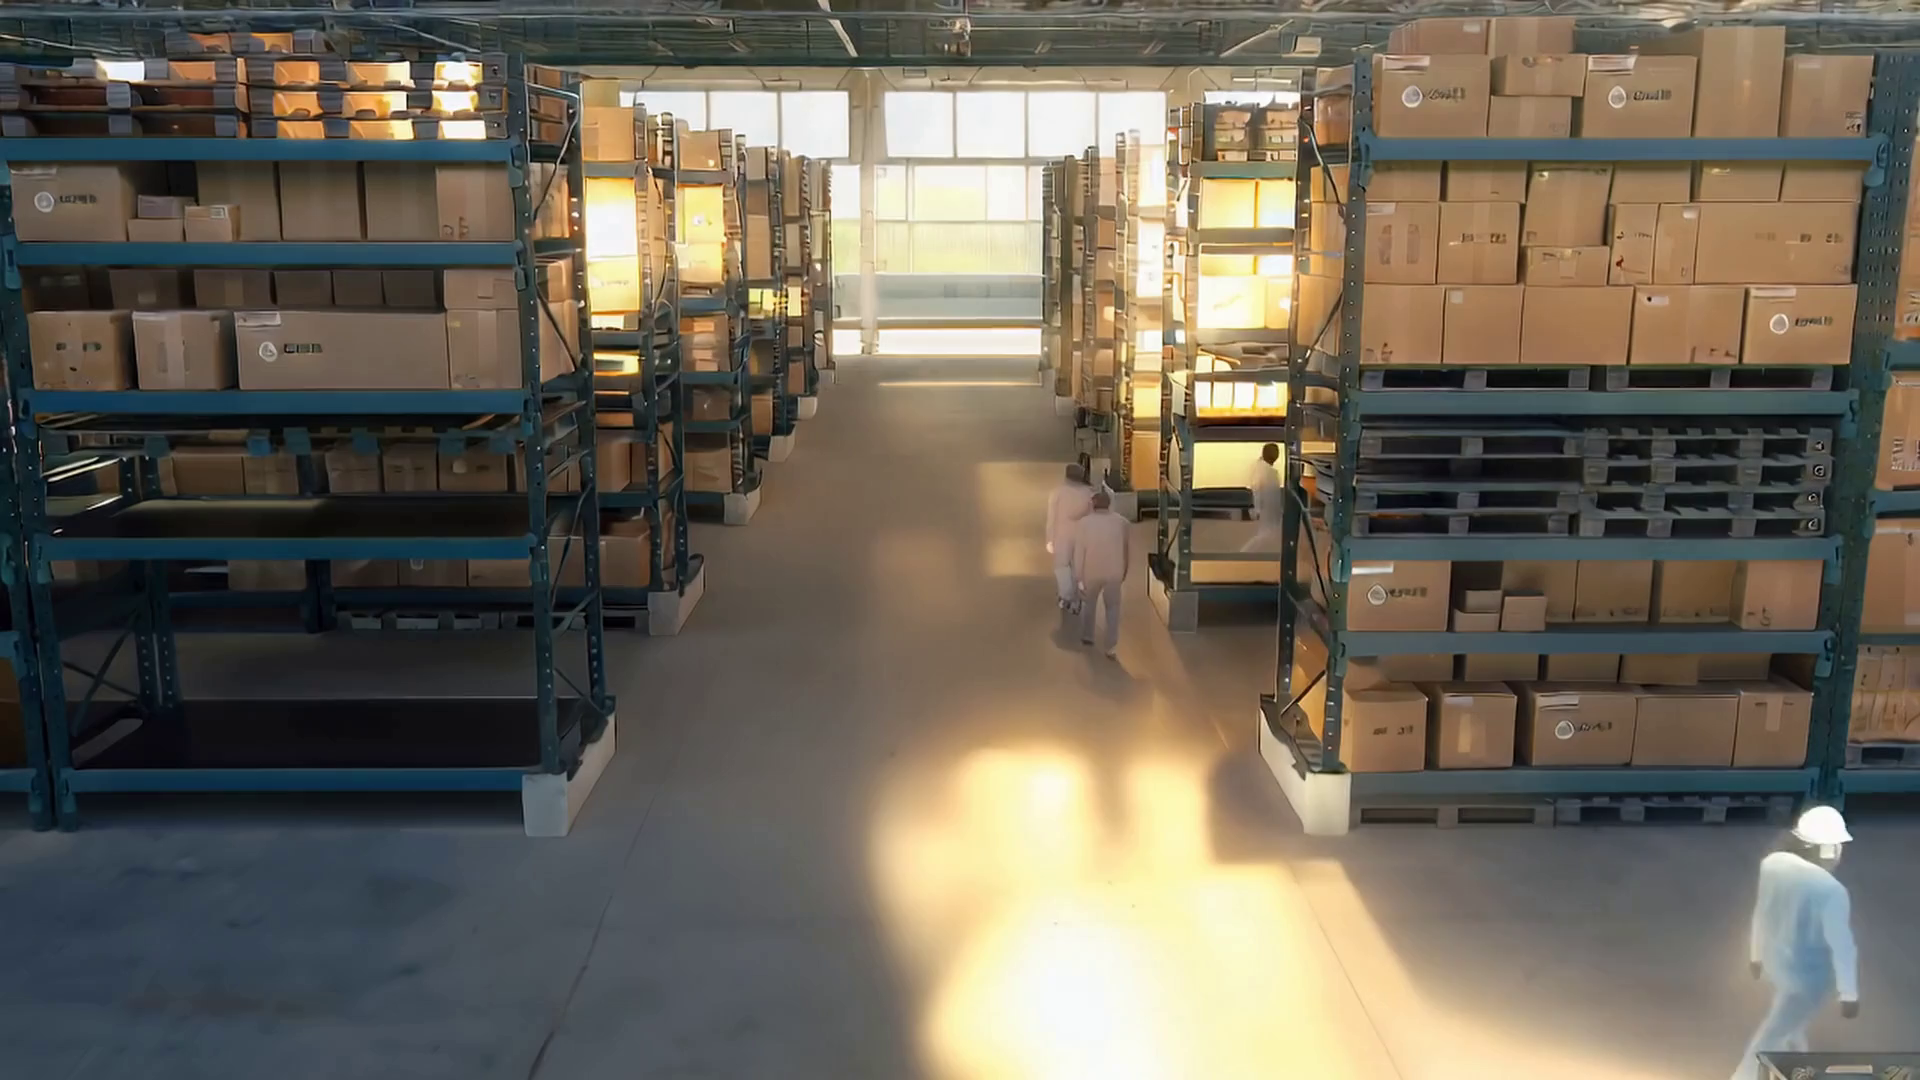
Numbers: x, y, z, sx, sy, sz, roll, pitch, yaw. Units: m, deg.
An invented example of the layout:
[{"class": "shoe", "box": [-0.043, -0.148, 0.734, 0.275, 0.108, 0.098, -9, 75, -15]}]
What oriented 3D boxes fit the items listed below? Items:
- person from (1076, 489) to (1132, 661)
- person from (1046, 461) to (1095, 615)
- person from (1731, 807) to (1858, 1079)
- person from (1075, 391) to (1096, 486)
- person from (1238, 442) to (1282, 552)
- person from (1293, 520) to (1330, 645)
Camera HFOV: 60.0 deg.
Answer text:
[{"class": "person", "box": [1.587, 0.356, 18.500, 0.646, 1.850, 1.019, -1, 11, -4]}, {"class": "person", "box": [1.377, -0.027, 20.300, 0.668, 1.888, 0.441, -1, 11, -5]}, {"class": "person", "box": [4.588, 2.306, 9.024, 0.952, 1.784, 0.605, -2, 12, -8]}, {"class": "person", "box": [2.237, -1.806, 29.622, 0.319, 1.692, 0.536, -7, 13, -30]}, {"class": "person", "box": [4.004, -0.394, 22.114, 0.956, 1.906, 0.633, 0, 11, -1]}, {"class": "person", "box": [3.990, 0.486, 18.411, 0.485, 1.621, 0.514, -3, 12, -13]}]
